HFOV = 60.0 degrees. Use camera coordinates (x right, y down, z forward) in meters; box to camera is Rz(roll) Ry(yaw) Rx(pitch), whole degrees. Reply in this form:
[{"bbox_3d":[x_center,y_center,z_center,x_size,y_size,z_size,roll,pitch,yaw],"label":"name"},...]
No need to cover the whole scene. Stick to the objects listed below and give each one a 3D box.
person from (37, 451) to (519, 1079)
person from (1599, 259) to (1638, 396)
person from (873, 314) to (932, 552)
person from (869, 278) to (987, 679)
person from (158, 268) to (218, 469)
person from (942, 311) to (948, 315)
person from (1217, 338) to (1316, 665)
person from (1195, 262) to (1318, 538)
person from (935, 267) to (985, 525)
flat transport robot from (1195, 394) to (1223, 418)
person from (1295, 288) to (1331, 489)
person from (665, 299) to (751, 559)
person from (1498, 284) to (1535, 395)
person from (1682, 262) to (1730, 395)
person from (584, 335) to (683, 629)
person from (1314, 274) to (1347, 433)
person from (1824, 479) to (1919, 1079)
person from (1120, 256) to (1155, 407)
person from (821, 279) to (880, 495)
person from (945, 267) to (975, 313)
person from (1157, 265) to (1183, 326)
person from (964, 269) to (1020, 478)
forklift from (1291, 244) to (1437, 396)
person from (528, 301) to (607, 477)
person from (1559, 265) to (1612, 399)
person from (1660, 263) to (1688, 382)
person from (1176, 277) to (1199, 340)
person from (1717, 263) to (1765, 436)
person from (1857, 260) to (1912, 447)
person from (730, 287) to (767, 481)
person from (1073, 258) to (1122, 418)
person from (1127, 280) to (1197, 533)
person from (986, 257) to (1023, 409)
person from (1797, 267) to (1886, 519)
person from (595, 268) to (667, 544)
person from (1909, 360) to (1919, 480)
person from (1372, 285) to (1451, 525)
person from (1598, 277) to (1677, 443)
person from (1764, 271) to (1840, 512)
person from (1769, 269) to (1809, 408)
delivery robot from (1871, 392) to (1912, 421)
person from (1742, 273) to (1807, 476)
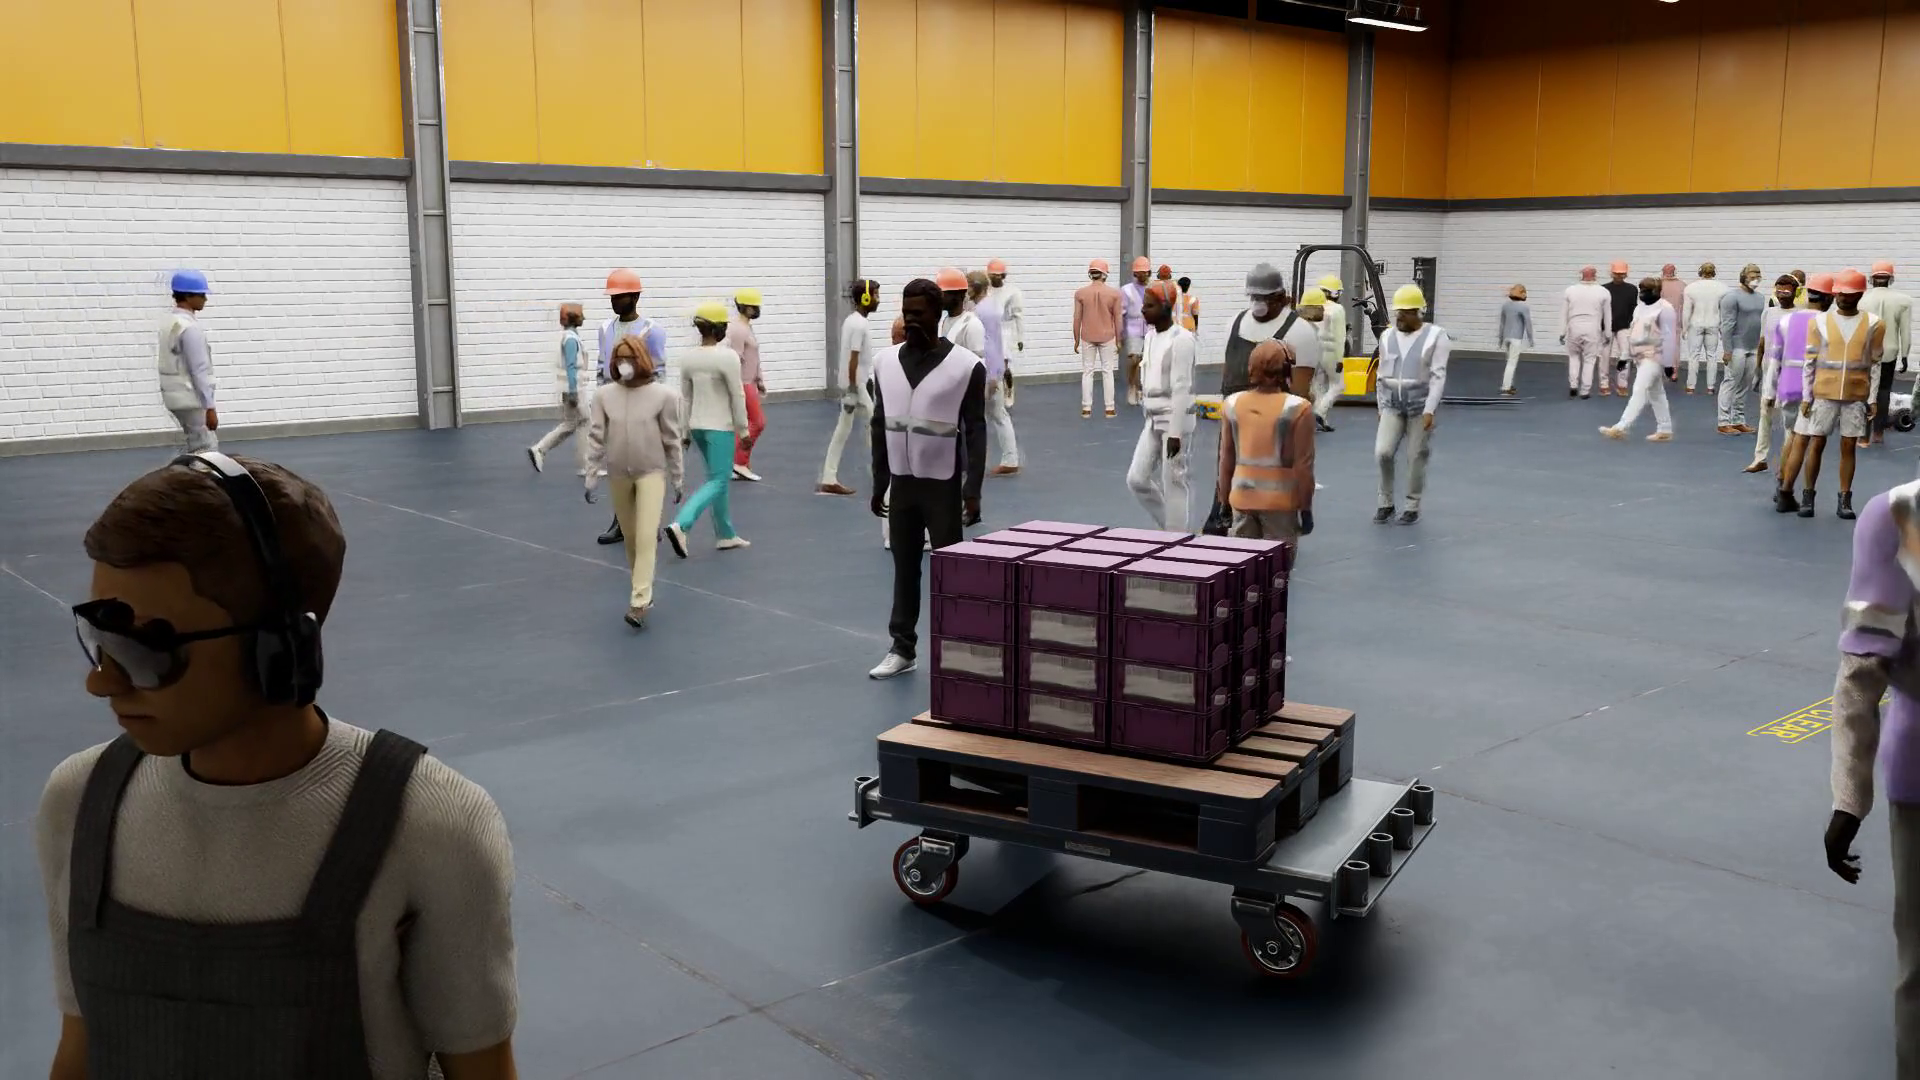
[{"bbox_3d":[-0.693,0.820,1.720,0.506,1.842,0.350,1,10,9],"label":"person"},{"bbox_3d":[9.472,-3.054,24.019,0.636,1.965,0.723,2,10,10],"label":"person"},{"bbox_3d":[-0.354,-0.729,11.382,0.519,1.640,0.307,4,11,24],"label":"person"},{"bbox_3d":[-0.152,-0.274,7.898,0.590,1.920,0.399,5,11,27],"label":"person"},{"bbox_3d":[-5.604,-1.012,12.163,0.428,1.935,0.647,-8,12,-38],"label":"person"},{"bbox_3d":[-0.295,-2.246,20.236,0.544,1.643,0.893,1,10,5],"label":"person"},{"bbox_3d":[1.448,-0.157,8.058,0.514,1.631,0.443,9,13,41],"label":"person"},{"bbox_3d":[1.964,-0.859,10.970,0.695,2.000,1.039,7,12,36],"label":"person"},{"bbox_3d":[-0.049,-1.079,12.559,0.375,1.935,0.551,-7,12,-34],"label":"person"},{"bbox_3d":[3.222,-1.697,21.049,0.652,0.197,1.431,-3,10,-19],"label":"flat transport robot"},{"bbox_3d":[3.052,-1.322,14.557,0.324,1.740,0.492,0,10,3],"label":"person"},{"bbox_3d":[-1.709,-0.749,11.212,0.522,1.743,0.784,8,13,41],"label":"person"},{"bbox_3d":[8.149,-2.919,24.295,0.601,1.614,0.520,-4,11,-23],"label":"person"},{"bbox_3d":[10.868,-3.086,24.306,0.631,1.940,0.372,2,10,14],"label":"person"},{"bbox_3d":[-1.811,-0.321,9.147,0.514,1.587,0.828,2,10,10],"label":"person"},{"bbox_3d":[4.156,-2.098,18.898,0.450,1.819,0.594,-5,11,-27],"label":"person"},{"bbox_3d":[2.049,0.521,3.309,0.587,1.892,0.760,6,11,30],"label":"person"},{"bbox_3d":[2.447,-2.770,22.248,0.603,2.016,0.627,0,10,-1],"label":"person"},{"bbox_3d":[-0.761,-1.278,14.069,0.938,1.816,0.538,-3,10,-15],"label":"person"},{"bbox_3d":[-0.055,-2.834,23.008,0.652,1.878,0.812,9,13,42],"label":"person"},{"bbox_3d":[3.153,-3.304,25.755,0.584,1.878,0.347,-1,10,-8],"label":"person"},{"bbox_3d":[0.107,-1.501,15.147,0.963,1.890,0.658,1,10,3],"label":"person"},{"bbox_3d":[5.256,-2.933,22.661,2.313,2.155,1.214,3,10,16],"label":"forklift"},{"bbox_3d":[-3.592,-1.371,15.189,0.658,1.616,0.523,-3,10,-19],"label":"person"},{"bbox_3d":[8.914,-2.953,23.663,0.685,1.886,0.585,5,11,28],"label":"person"},{"bbox_3d":[11.384,-3.495,26.815,0.637,1.904,0.403,0,10,-1],"label":"person"},{"bbox_3d":[3.598,-3.395,26.851,0.530,1.689,0.321,4,10,22],"label":"person"},{"bbox_3d":[8.852,-2.149,18.821,0.636,1.936,0.355,-6,11,-30],"label":"person"},{"bbox_3d":[9.739,-1.984,17.728,0.646,1.975,0.672,4,10,22],"label":"person"},{"bbox_3d":[-1.903,-1.382,14.881,0.397,1.749,0.537,0,10,2],"label":"person"},{"bbox_3d":[1.723,-2.522,20.848,0.613,1.991,0.392,1,10,8],"label":"person"},{"bbox_3d":[1.303,-0.714,10.626,0.405,1.873,0.594,-4,10,-22],"label":"person"},{"bbox_3d":[0.487,-2.640,21.503,0.615,2.011,0.525,4,10,21],"label":"person"},{"bbox_3d":[6.784,-1.121,12.812,0.548,1.934,0.375,4,11,23],"label":"person"},{"bbox_3d":[-2.316,-0.921,11.631,0.551,1.937,0.357,4,10,22],"label":"person"},{"bbox_3d":[7.734,-0.992,13.029,0.534,1.590,0.816,7,12,35],"label":"person"},{"bbox_3d":[3.334,-0.988,12.423,0.588,1.807,0.556,7,12,36],"label":"person"},{"bbox_3d":[7.394,-1.948,18.059,0.953,1.793,0.625,-1,10,-3],"label":"person"},{"bbox_3d":[6.728,-1.168,13.188,0.674,1.897,0.556,-7,12,-35],"label":"person"},{"bbox_3d":[11.080,-2.667,22.137,0.621,1.845,0.429,6,11,32],"label":"person"},{"bbox_3d":[10.657,-1.593,19.338,0.707,0.478,0.477,0,10,3],"label":"delivery robot"},{"bbox_3d":[7.584,-1.523,15.380,0.329,1.865,0.511,-8,13,-39],"label":"person"}]
